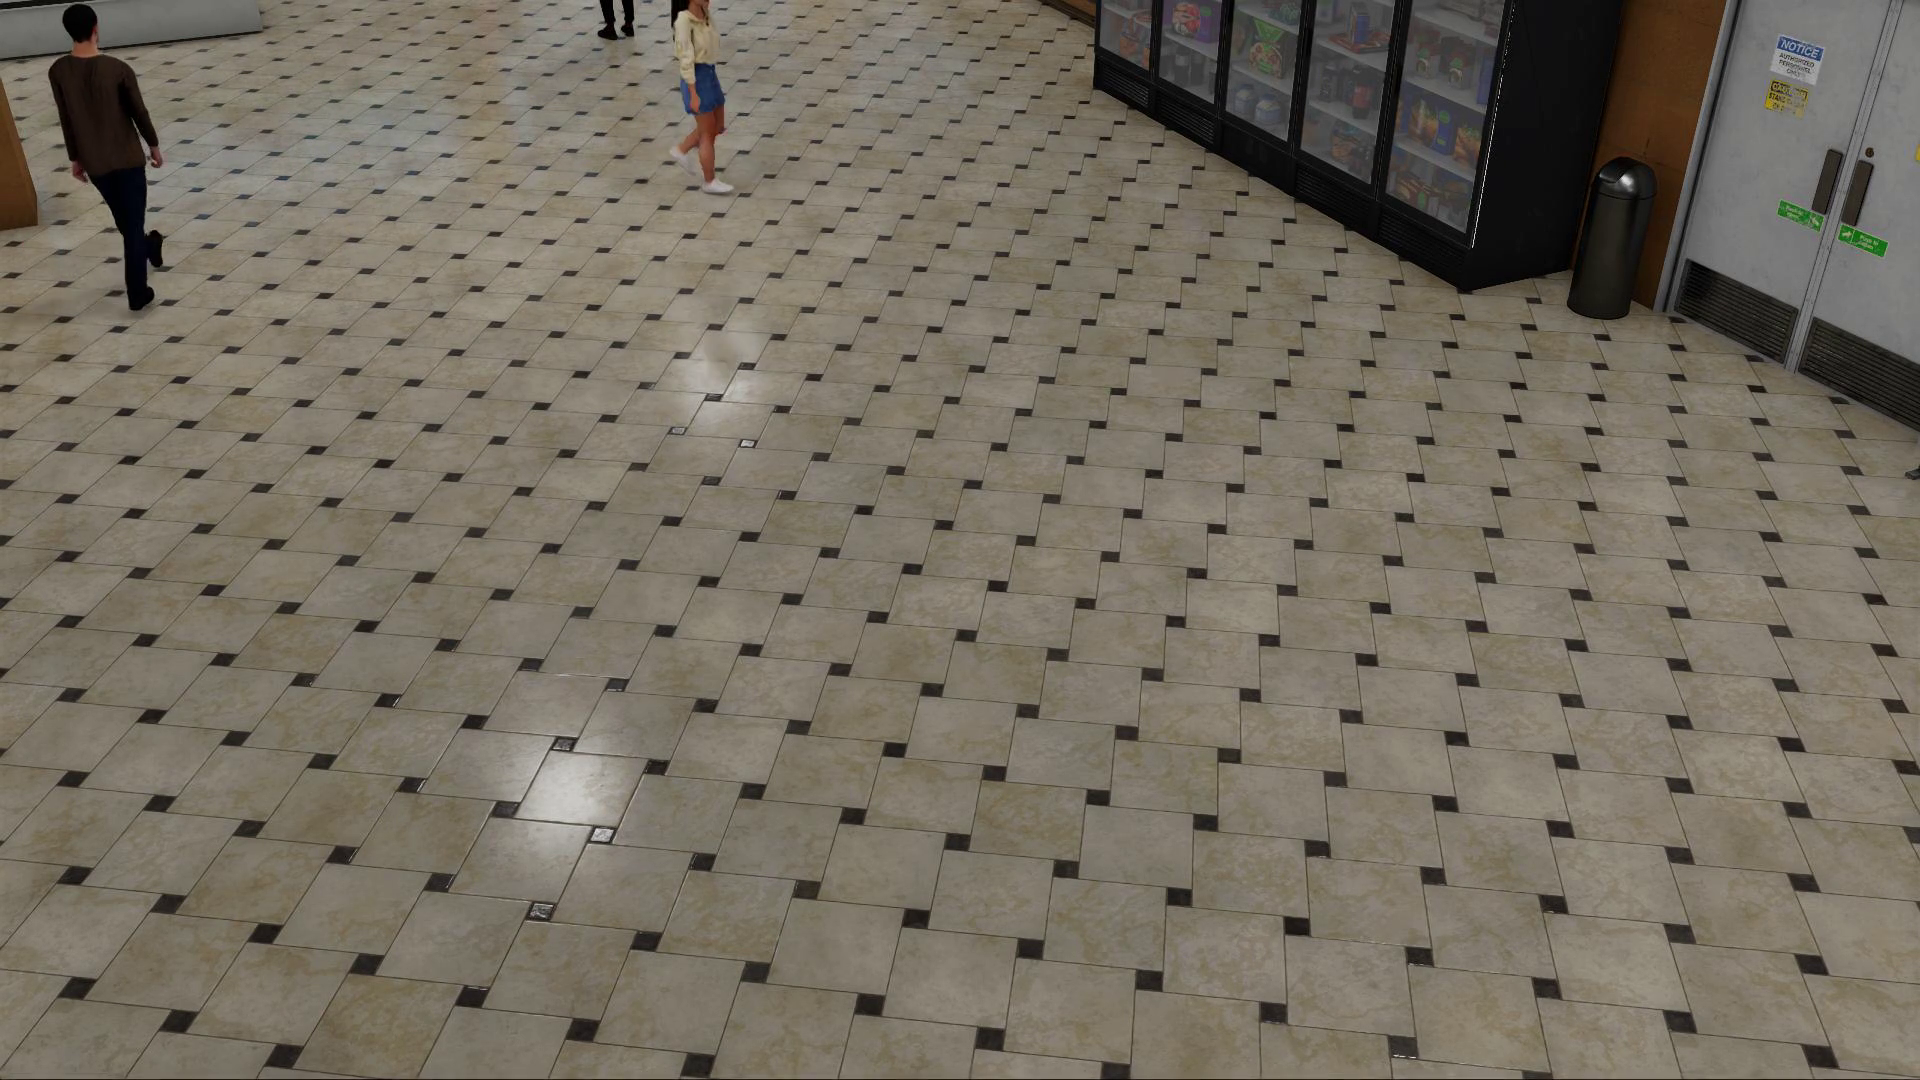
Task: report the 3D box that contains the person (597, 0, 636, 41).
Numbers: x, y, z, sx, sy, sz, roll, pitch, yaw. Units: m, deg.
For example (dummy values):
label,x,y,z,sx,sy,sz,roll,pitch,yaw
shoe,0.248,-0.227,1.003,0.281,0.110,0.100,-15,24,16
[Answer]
label,x,y,z,sx,sy,sz,roll,pitch,yaw
person,-3.376,-5.738,15.893,0.555,1.819,0.767,-21,38,-30

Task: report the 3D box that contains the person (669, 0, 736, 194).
label,x,y,z,sx,sy,sz,roll,pitch,yaw
person,-1.973,-3.344,12.234,0.938,1.620,0.878,11,33,17

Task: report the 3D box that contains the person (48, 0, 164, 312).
label,x,y,z,sx,sy,sz,roll,pitch,yaw
person,-5.318,-2.333,10.408,1.177,1.833,0.984,-3,32,-5
